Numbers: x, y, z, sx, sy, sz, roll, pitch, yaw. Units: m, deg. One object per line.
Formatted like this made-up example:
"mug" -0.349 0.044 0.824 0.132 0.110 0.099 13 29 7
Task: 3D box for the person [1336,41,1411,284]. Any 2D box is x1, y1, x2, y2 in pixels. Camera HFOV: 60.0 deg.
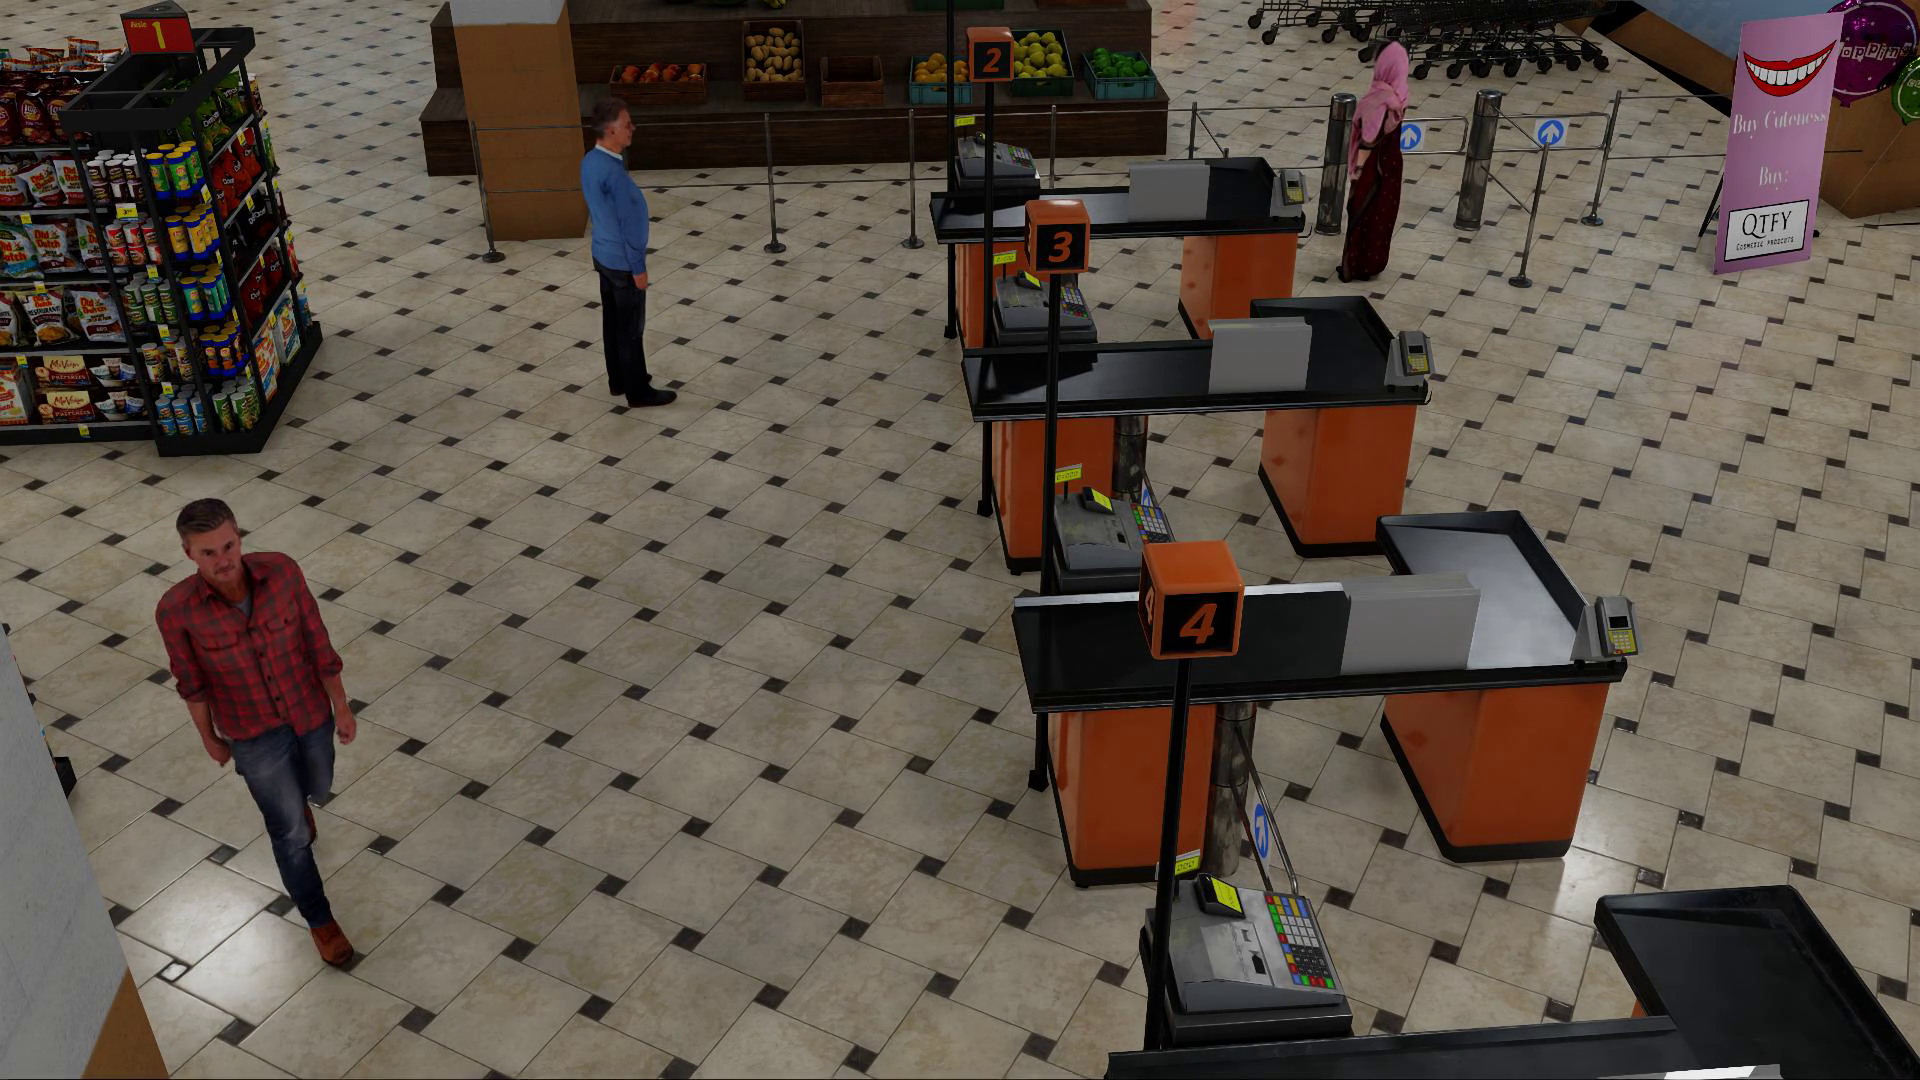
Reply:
"person" 2.818 -2.552 11.212 0.824 1.637 0.752 27 41 36

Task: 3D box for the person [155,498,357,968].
"person" -2.498 0.602 6.001 1.205 1.788 1.180 -26 40 -35

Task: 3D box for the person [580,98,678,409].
"person" -1.968 -1.643 9.588 0.734 1.809 0.740 -19 36 -27
